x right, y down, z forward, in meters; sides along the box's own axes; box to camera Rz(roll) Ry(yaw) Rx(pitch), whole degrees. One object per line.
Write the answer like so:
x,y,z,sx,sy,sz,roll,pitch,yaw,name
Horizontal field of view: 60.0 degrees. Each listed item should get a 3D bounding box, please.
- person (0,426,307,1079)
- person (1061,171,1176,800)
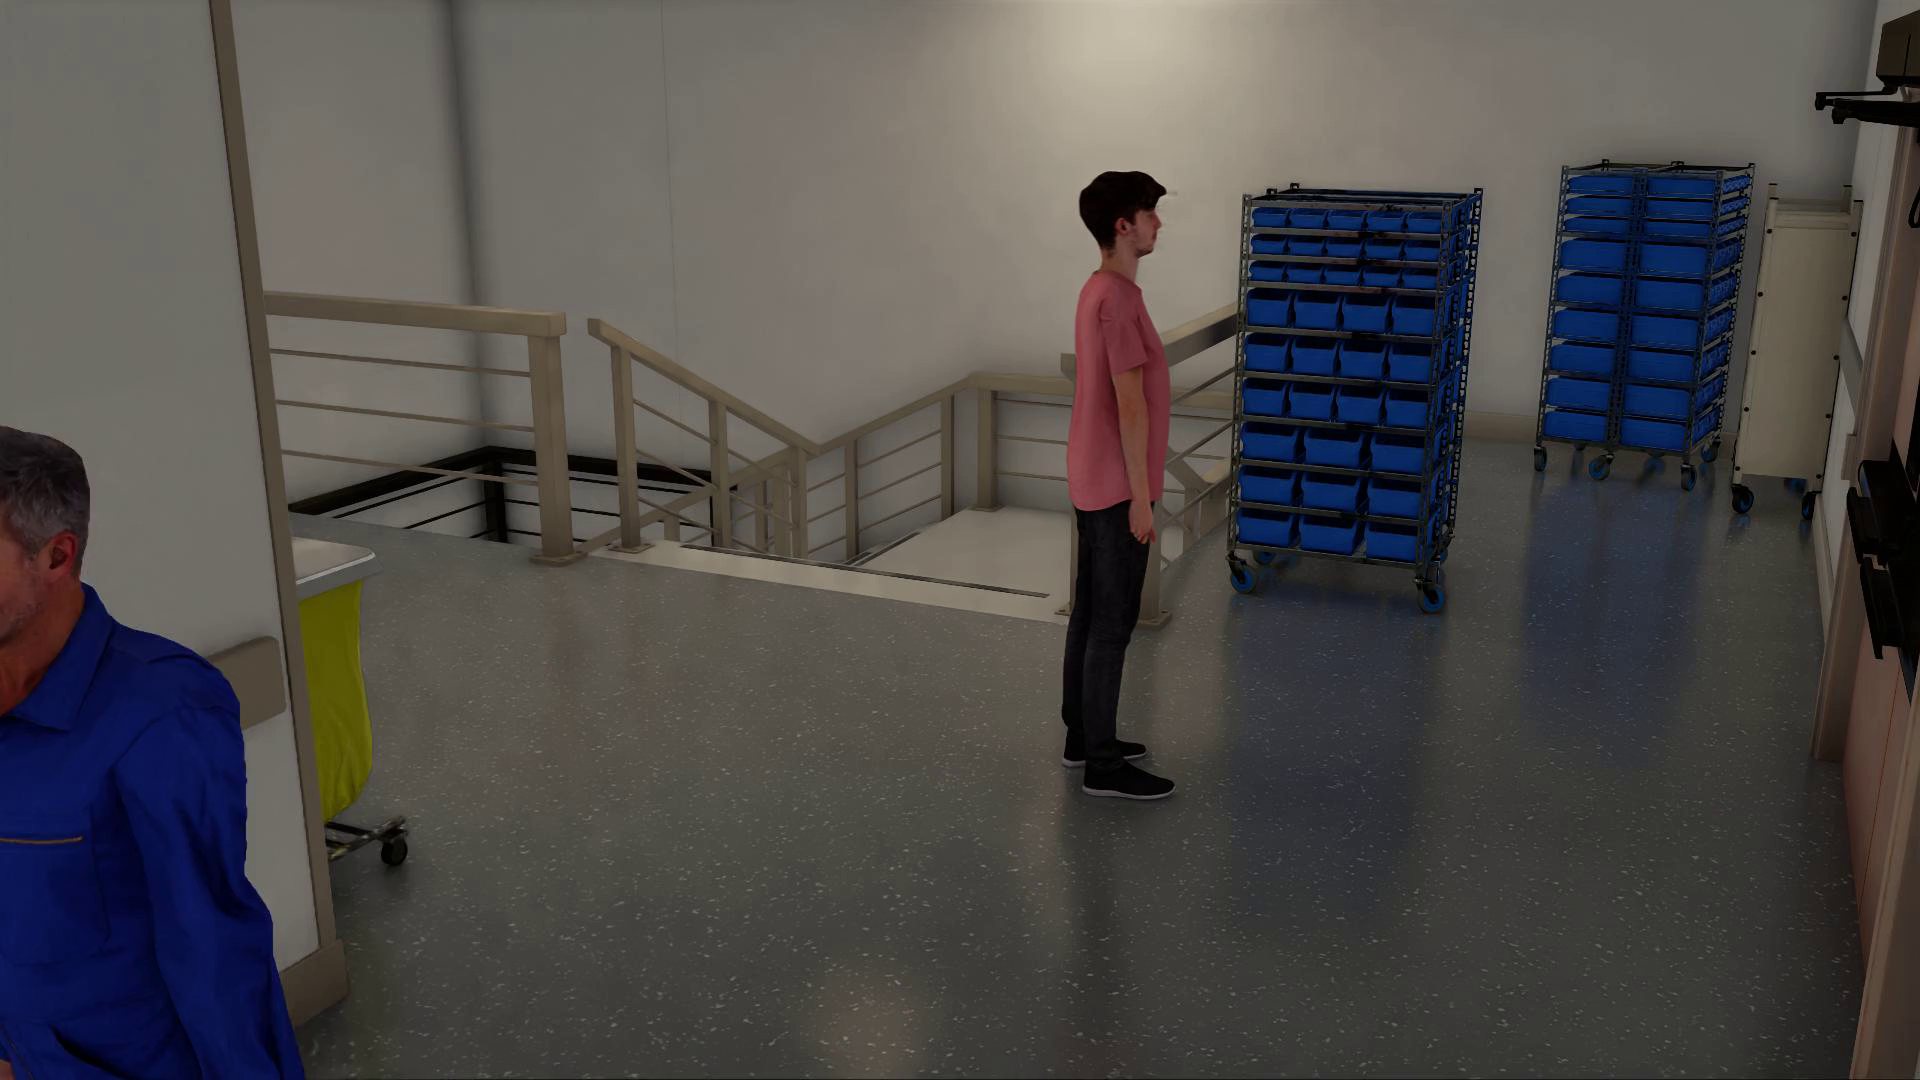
-1.135,0.710,2.424,0.871,1.800,1.108,9,18,30,person
0.472,-0.167,5.243,0.771,1.959,0.673,-2,16,-9,person
